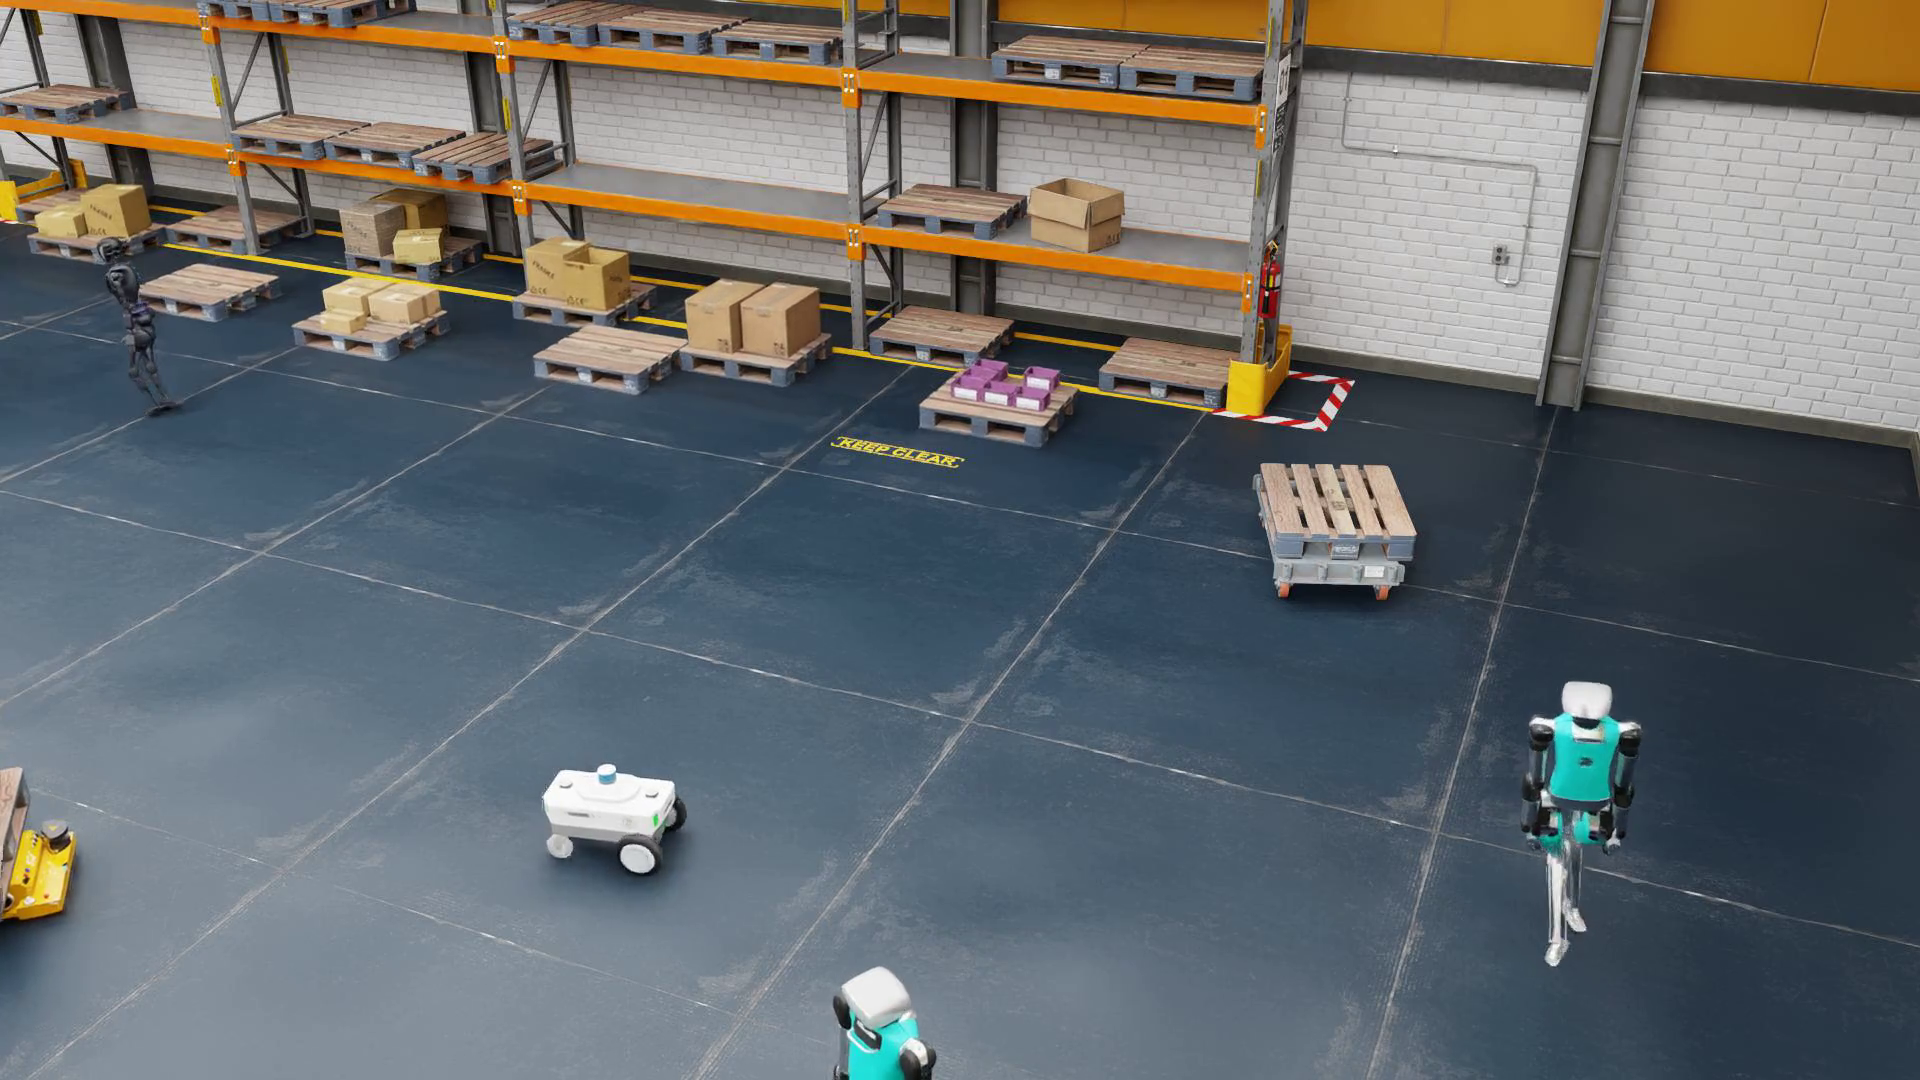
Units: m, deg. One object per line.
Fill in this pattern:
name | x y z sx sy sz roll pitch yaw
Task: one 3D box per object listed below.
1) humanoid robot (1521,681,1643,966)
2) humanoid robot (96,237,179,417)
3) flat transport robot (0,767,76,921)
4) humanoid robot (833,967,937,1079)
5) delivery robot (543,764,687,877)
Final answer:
humanoid robot | 3.134 1.359 8.696 0.599 1.745 0.867 3 27 7
humanoid robot | -7.517 -1.955 15.192 0.385 1.633 0.615 -8 28 -15
flat transport robot | -5.715 1.939 9.171 1.431 0.231 0.659 -9 29 -17
humanoid robot | -0.500 2.528 6.480 1.030 1.762 0.538 -21 34 -35
delivery robot | -1.978 1.578 9.580 0.797 0.613 0.499 5 28 9
